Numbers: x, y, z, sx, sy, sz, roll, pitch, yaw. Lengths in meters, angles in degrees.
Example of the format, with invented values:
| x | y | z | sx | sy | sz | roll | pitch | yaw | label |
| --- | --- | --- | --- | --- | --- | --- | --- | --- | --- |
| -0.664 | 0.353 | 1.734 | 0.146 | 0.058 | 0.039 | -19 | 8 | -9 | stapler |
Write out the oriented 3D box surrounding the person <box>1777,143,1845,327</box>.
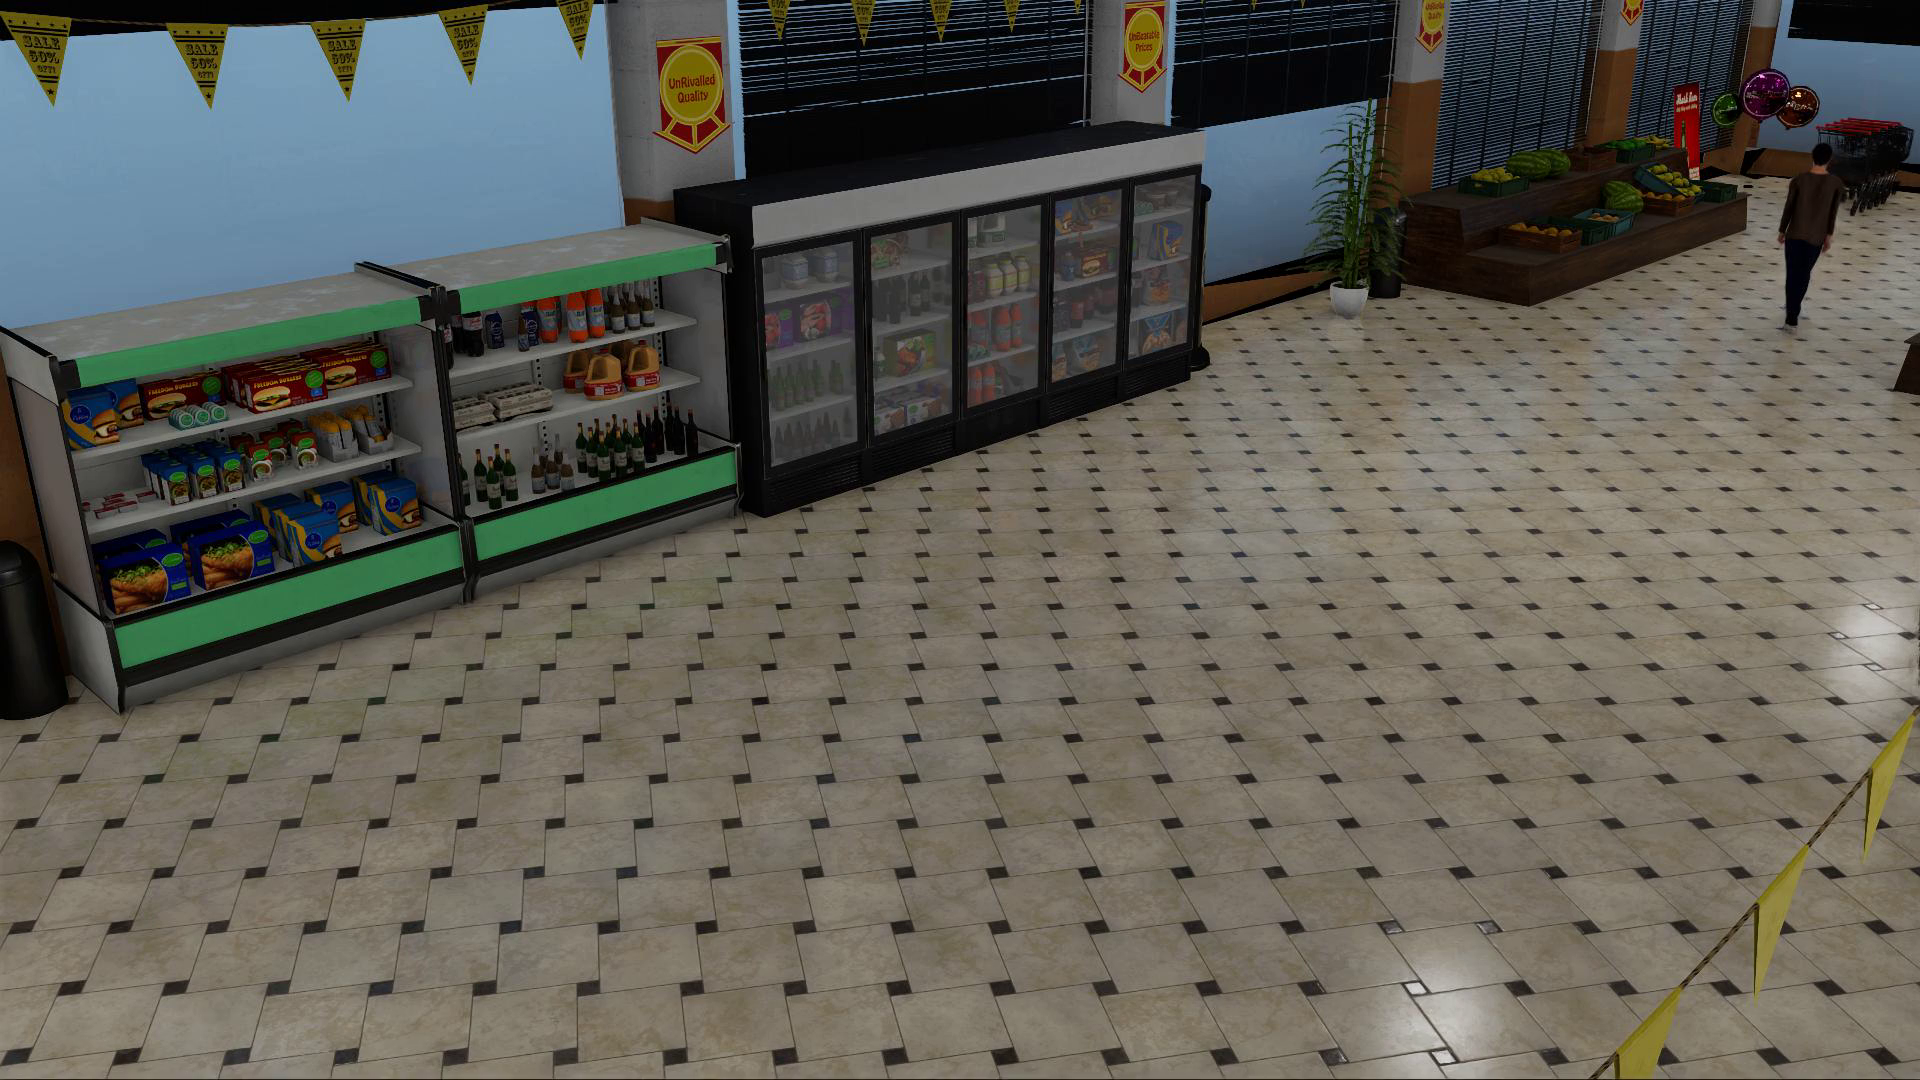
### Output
| x | y | z | sx | sy | sz | roll | pitch | yaw | label |
| --- | --- | --- | --- | --- | --- | --- | --- | --- | --- |
| 8.685 | -3.086 | 17.081 | 1.016 | 1.844 | 1.255 | 7 | 23 | 16 | person |
